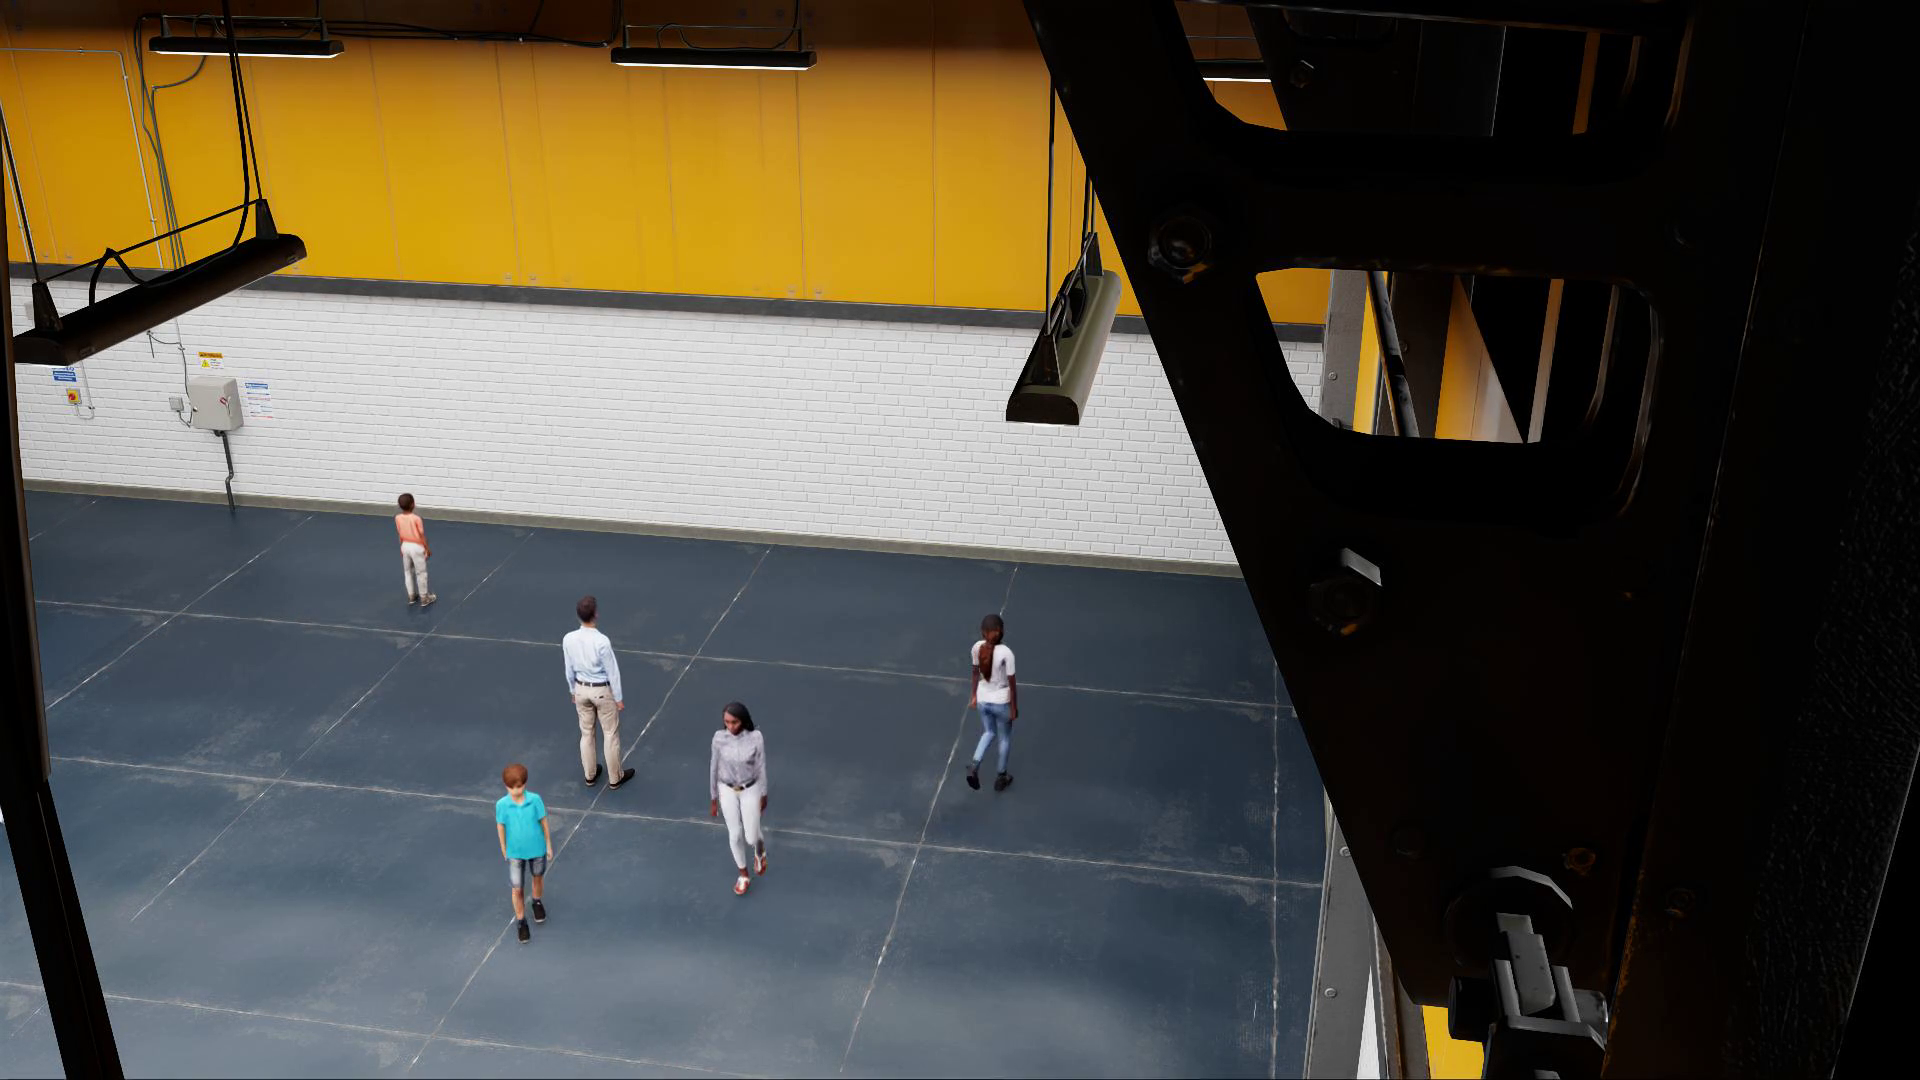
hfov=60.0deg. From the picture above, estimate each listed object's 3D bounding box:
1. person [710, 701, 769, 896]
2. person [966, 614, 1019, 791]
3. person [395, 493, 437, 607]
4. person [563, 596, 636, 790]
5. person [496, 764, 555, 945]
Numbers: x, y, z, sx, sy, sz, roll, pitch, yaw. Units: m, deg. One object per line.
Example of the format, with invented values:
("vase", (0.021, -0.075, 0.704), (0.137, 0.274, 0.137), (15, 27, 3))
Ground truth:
("person", (-1.758, 2.029, 13.447), (0.616, 1.710, 0.675), (2, 24, 5))
("person", (0.257, 1.483, 14.699), (0.797, 1.707, 0.920), (17, 29, 34))
("person", (-6.037, 0.100, 18.360), (0.520, 1.309, 0.520), (8, 25, 17))
("person", (-3.247, 1.359, 14.809), (0.660, 1.846, 0.603), (6, 24, 13))
("person", (-3.407, 2.363, 13.030), (0.752, 1.432, 0.870), (-9, 25, -20))
